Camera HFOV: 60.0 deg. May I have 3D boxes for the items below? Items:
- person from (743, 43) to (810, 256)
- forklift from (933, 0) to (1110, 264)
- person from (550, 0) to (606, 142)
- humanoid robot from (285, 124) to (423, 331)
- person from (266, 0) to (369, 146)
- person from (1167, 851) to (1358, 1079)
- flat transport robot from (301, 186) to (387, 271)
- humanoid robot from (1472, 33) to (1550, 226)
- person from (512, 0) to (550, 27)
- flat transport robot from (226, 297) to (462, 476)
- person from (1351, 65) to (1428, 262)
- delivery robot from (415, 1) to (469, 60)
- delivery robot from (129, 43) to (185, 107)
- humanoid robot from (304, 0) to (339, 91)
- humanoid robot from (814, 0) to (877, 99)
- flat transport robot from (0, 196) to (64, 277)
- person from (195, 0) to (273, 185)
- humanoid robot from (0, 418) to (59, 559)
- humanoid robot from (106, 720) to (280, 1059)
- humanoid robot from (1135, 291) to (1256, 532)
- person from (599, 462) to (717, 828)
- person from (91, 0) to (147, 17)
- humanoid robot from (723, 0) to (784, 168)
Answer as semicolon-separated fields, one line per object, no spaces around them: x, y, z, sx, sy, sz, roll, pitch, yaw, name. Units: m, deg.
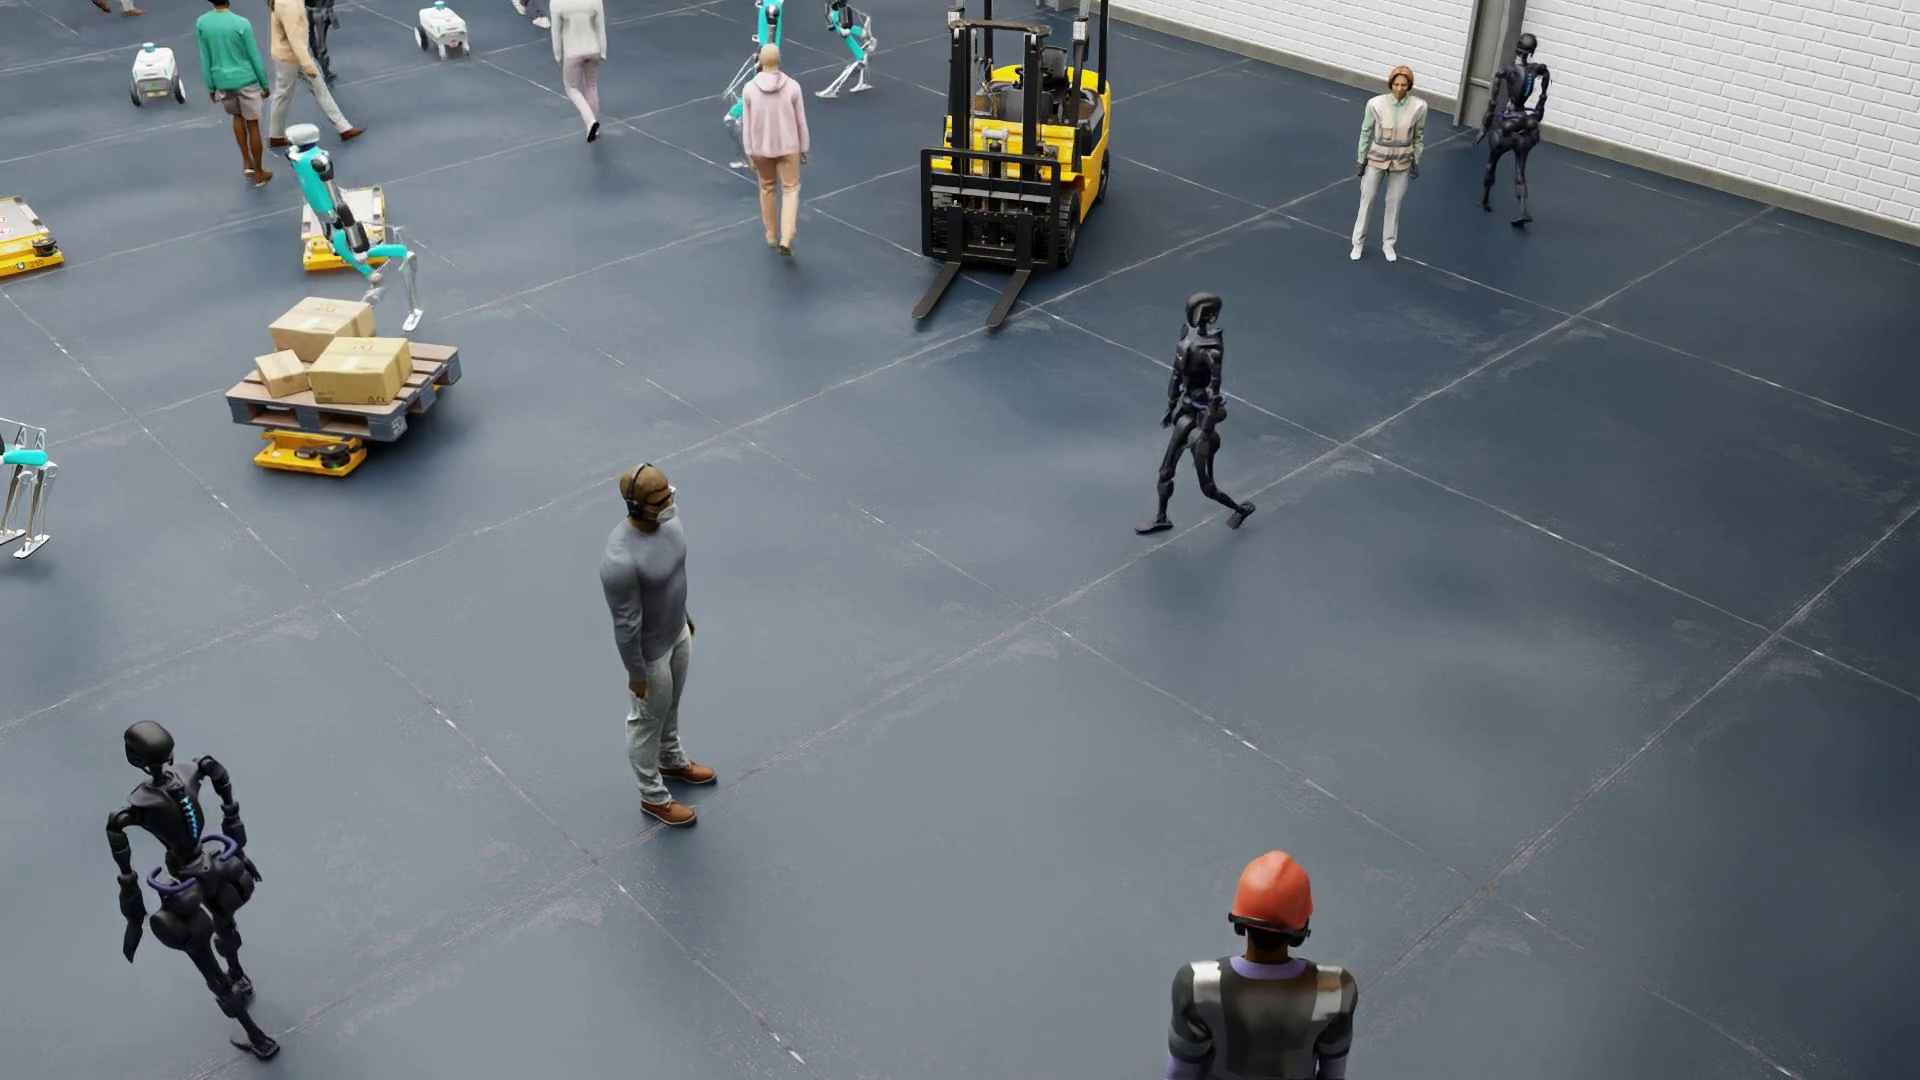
-1.511;-3.200;13.727;0.551;1.763;0.722;-1;33;-1;person
0.570;-3.725;14.138;1.214;2.155;2.313;9;34;13;forklift
-3.636;-4.690;16.026;0.524;1.744;0.568;-18;37;-26;person
-4.421;-2.291;12.361;1.030;1.733;0.558;-27;42;-35;humanoid robot
-6.316;-4.660;15.925;1.002;1.799;0.560;-5;33;-8;person
0.986;1.876;5.675;0.604;2.034;0.388;1;33;2;person
-5.304;-2.708;14.335;0.659;0.231;1.431;-9;34;-14;flat transport robot
4.804;-3.547;14.373;0.600;1.635;0.742;-7;34;-11;humanoid robot
-5.163;-7.019;19.540;0.958;1.814;0.817;26;41;34;person
-4.209;-0.891;11.542;0.659;0.231;1.431;7;34;11;flat transport robot
3.517;-3.082;13.651;0.522;1.638;0.309;3;33;4;person
-5.836;-5.778;18.787;0.499;0.590;0.793;-19;37;-26;delivery robot
-8.426;-4.881;17.420;0.499;0.601;0.783;-10;34;-15;delivery robot
-6.836;-5.578;17.466;0.609;1.640;0.626;6;34;10;humanoid robot
-1.132;-5.395;17.104;0.945;1.725;0.534;-15;36;-22;humanoid robot
-8.174;-2.584;14.144;0.659;0.231;1.431;-23;40;-31;flat transport robot
-6.570;-4.171;15.152;0.531;1.830;0.557;-1;33;-2;person
-5.703;-0.701;9.782;0.533;1.677;0.735;15;36;21;humanoid robot
-3.145;1.402;6.735;0.602;1.645;0.597;18;37;25;humanoid robot
1.477;-0.742;10.073;0.737;1.655;0.591;-10;34;-14;humanoid robot
-1.435;0.476;7.912;0.377;1.939;0.627;8;34;13;person
-10.127;-7.023;19.725;0.487;1.628;0.469;-25;41;-33;person
-2.005;-4.310;15.454;0.817;1.765;0.544;-5;33;-8;humanoid robot
